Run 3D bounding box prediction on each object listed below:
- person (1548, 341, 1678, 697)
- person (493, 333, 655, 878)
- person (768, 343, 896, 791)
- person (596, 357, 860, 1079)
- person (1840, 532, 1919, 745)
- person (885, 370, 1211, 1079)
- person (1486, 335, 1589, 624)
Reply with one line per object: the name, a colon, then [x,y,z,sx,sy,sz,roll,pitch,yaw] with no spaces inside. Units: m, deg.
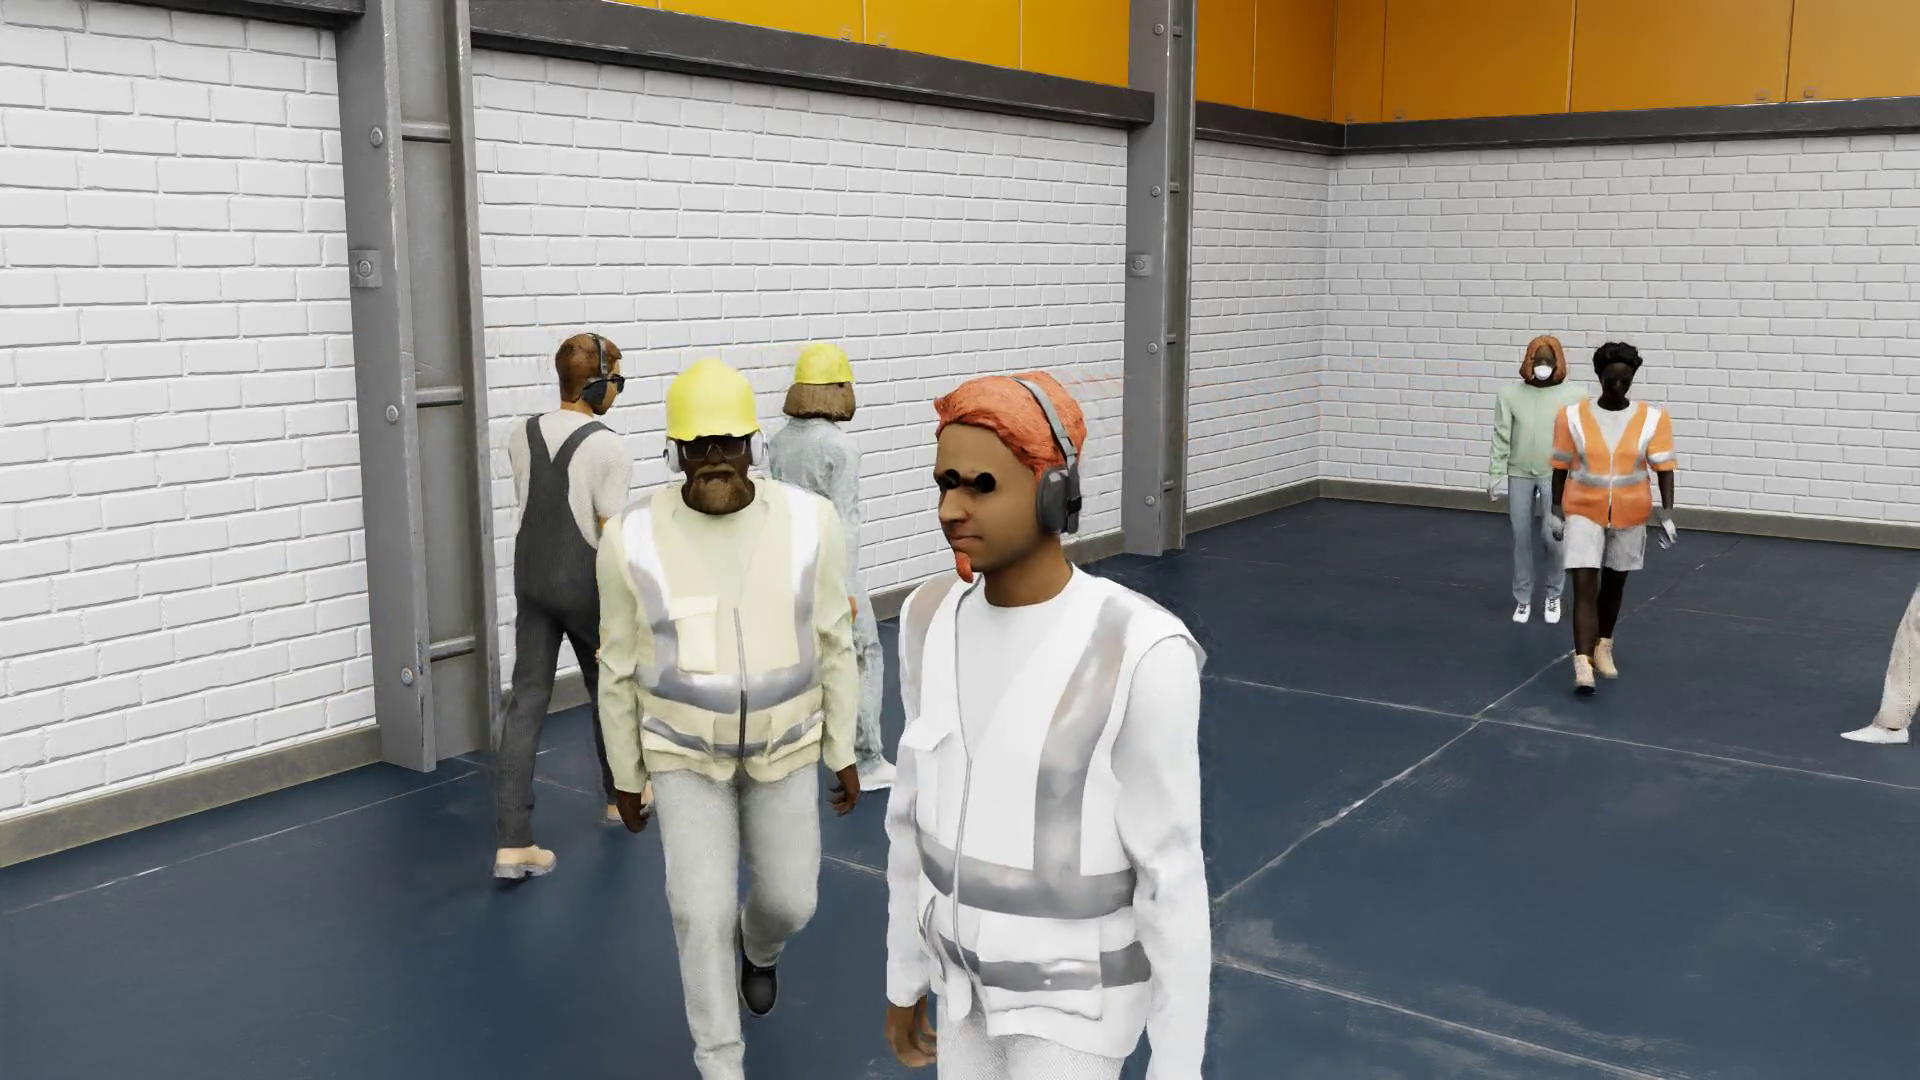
person: [3.038,-0.101,7.774,0.554,1.636,0.871,3,10,15]
person: [-1.304,0.202,5.609,0.500,1.789,0.987,3,10,16]
person: [-0.469,0.128,6.233,0.525,1.715,0.738,9,13,42]
person: [-0.557,0.463,3.957,0.605,1.814,0.660,-3,10,-16]
person: [4.162,0.088,6.814,0.799,1.615,0.517,5,11,29]
person: [0.086,0.689,2.443,0.411,1.867,0.611,-8,12,-40]
person: [3.199,-0.326,9.221,0.516,1.617,0.396,5,11,29]
